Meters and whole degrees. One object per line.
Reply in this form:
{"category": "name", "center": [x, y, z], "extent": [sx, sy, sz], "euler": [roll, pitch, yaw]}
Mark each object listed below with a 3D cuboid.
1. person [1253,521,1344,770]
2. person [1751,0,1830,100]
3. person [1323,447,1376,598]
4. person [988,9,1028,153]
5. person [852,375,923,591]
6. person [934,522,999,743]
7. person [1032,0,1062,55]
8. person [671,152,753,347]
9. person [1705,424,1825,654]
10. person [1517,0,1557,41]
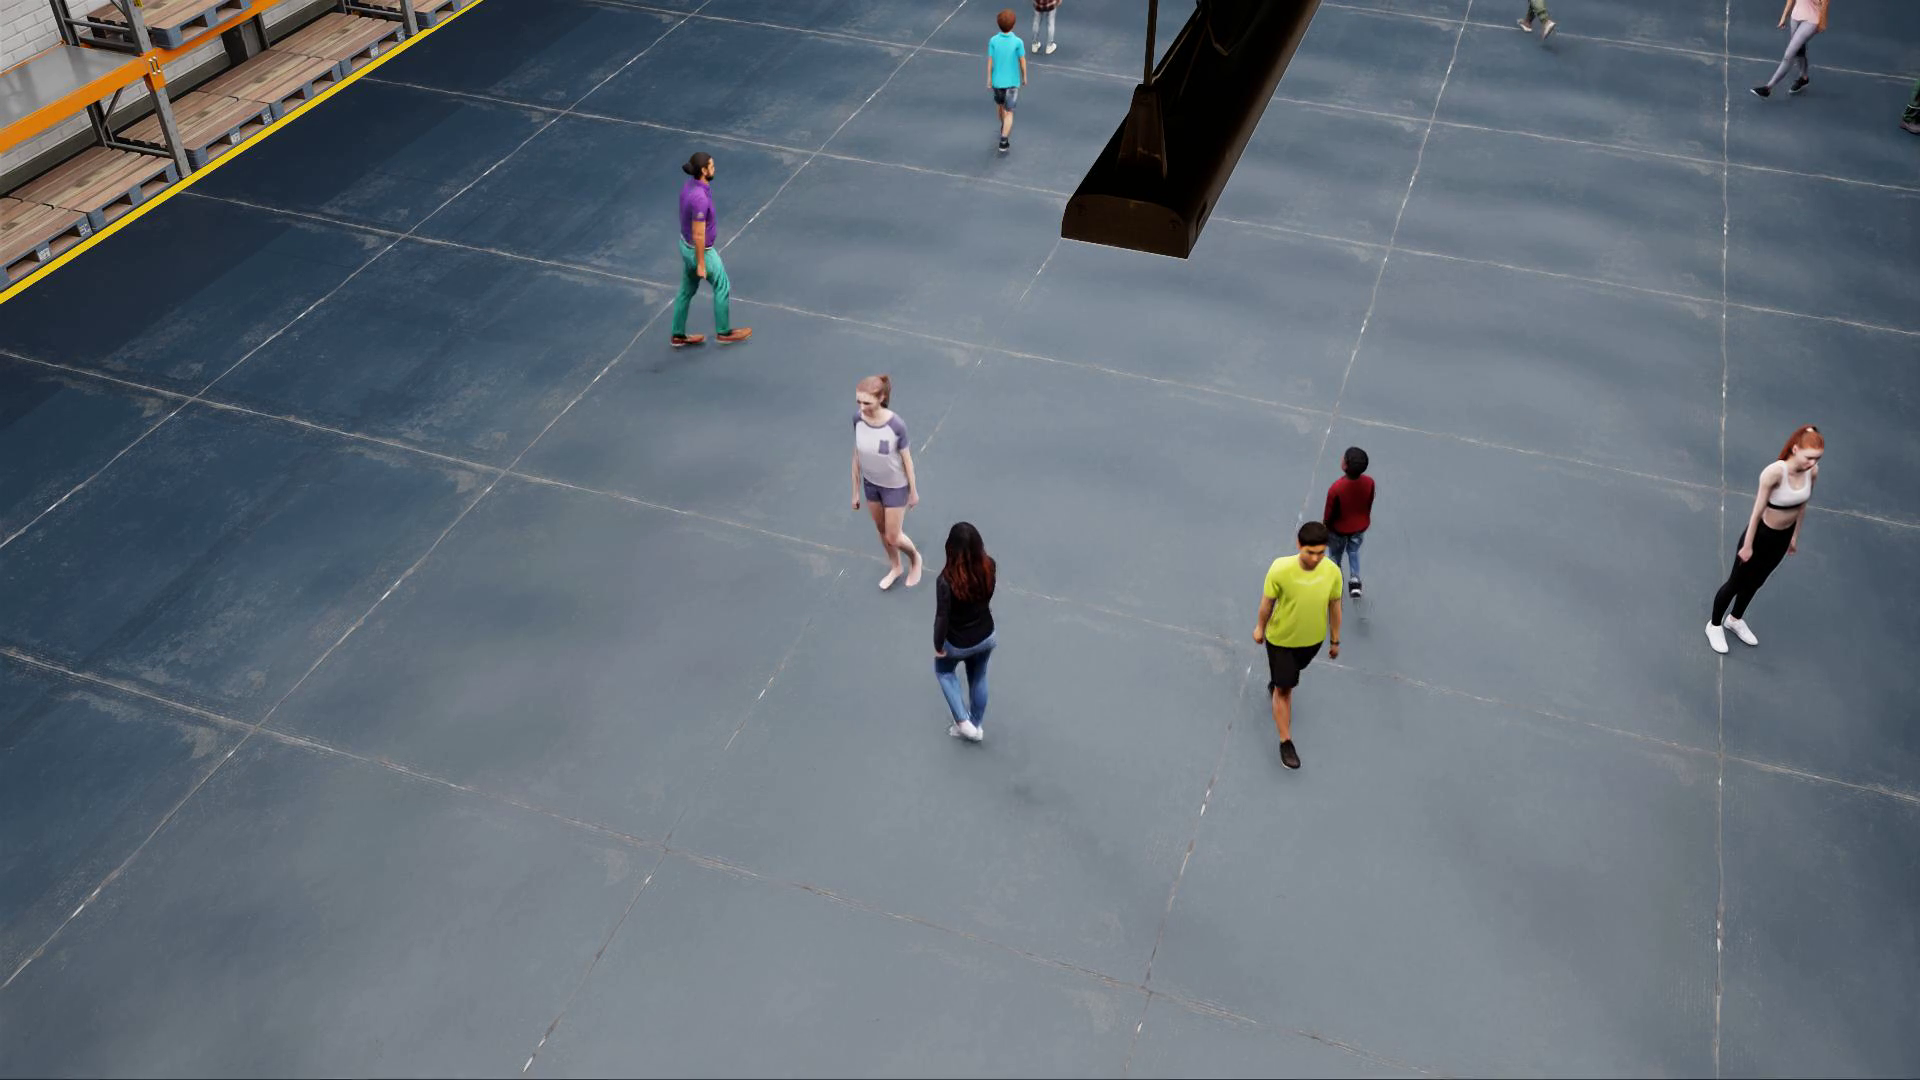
{"category": "person", "center": [2.073, 0.522, 10.351], "extent": [0.962, 1.662, 1.175], "euler": [-4, 39, -6]}
{"category": "person", "center": [9.209, -5.612, 18.017], "extent": [1.118, 1.681, 1.085], "euler": [-16, 41, -19]}
{"category": "person", "center": [2.691, -0.076, 11.436], "extent": [0.658, 1.243, 0.729], "euler": [-8, 39, -10]}
{"category": "person", "center": [0.462, -4.692, 17.077], "extent": [0.559, 1.415, 0.970], "euler": [10, 40, 12]}
{"category": "person", "center": [-0.459, -0.431, 11.475], "extent": [0.680, 1.748, 0.683], "euler": [20, 43, 23]}
{"category": "person", "center": [0.086, 0.634, 10.241], "extent": [0.780, 1.624, 0.845], "euler": [-23, 44, -26]}
{"category": "person", "center": [0.978, -6.250, 19.116], "extent": [0.537, 1.306, 0.522], "euler": [10, 40, 12]}
{"category": "person", "center": [-2.268, -2.372, 13.924], "extent": [1.016, 1.725, 0.966], "euler": [-11, 40, -13]}
{"category": "person", "center": [5.311, -0.023, 10.962], "extent": [0.670, 1.752, 0.705], "euler": [-11, 40, -13]}
{"category": "person", "center": [6.840, -6.637, 19.340], "extent": [0.949, 1.631, 1.091], "euler": [-10, 40, -13]}
